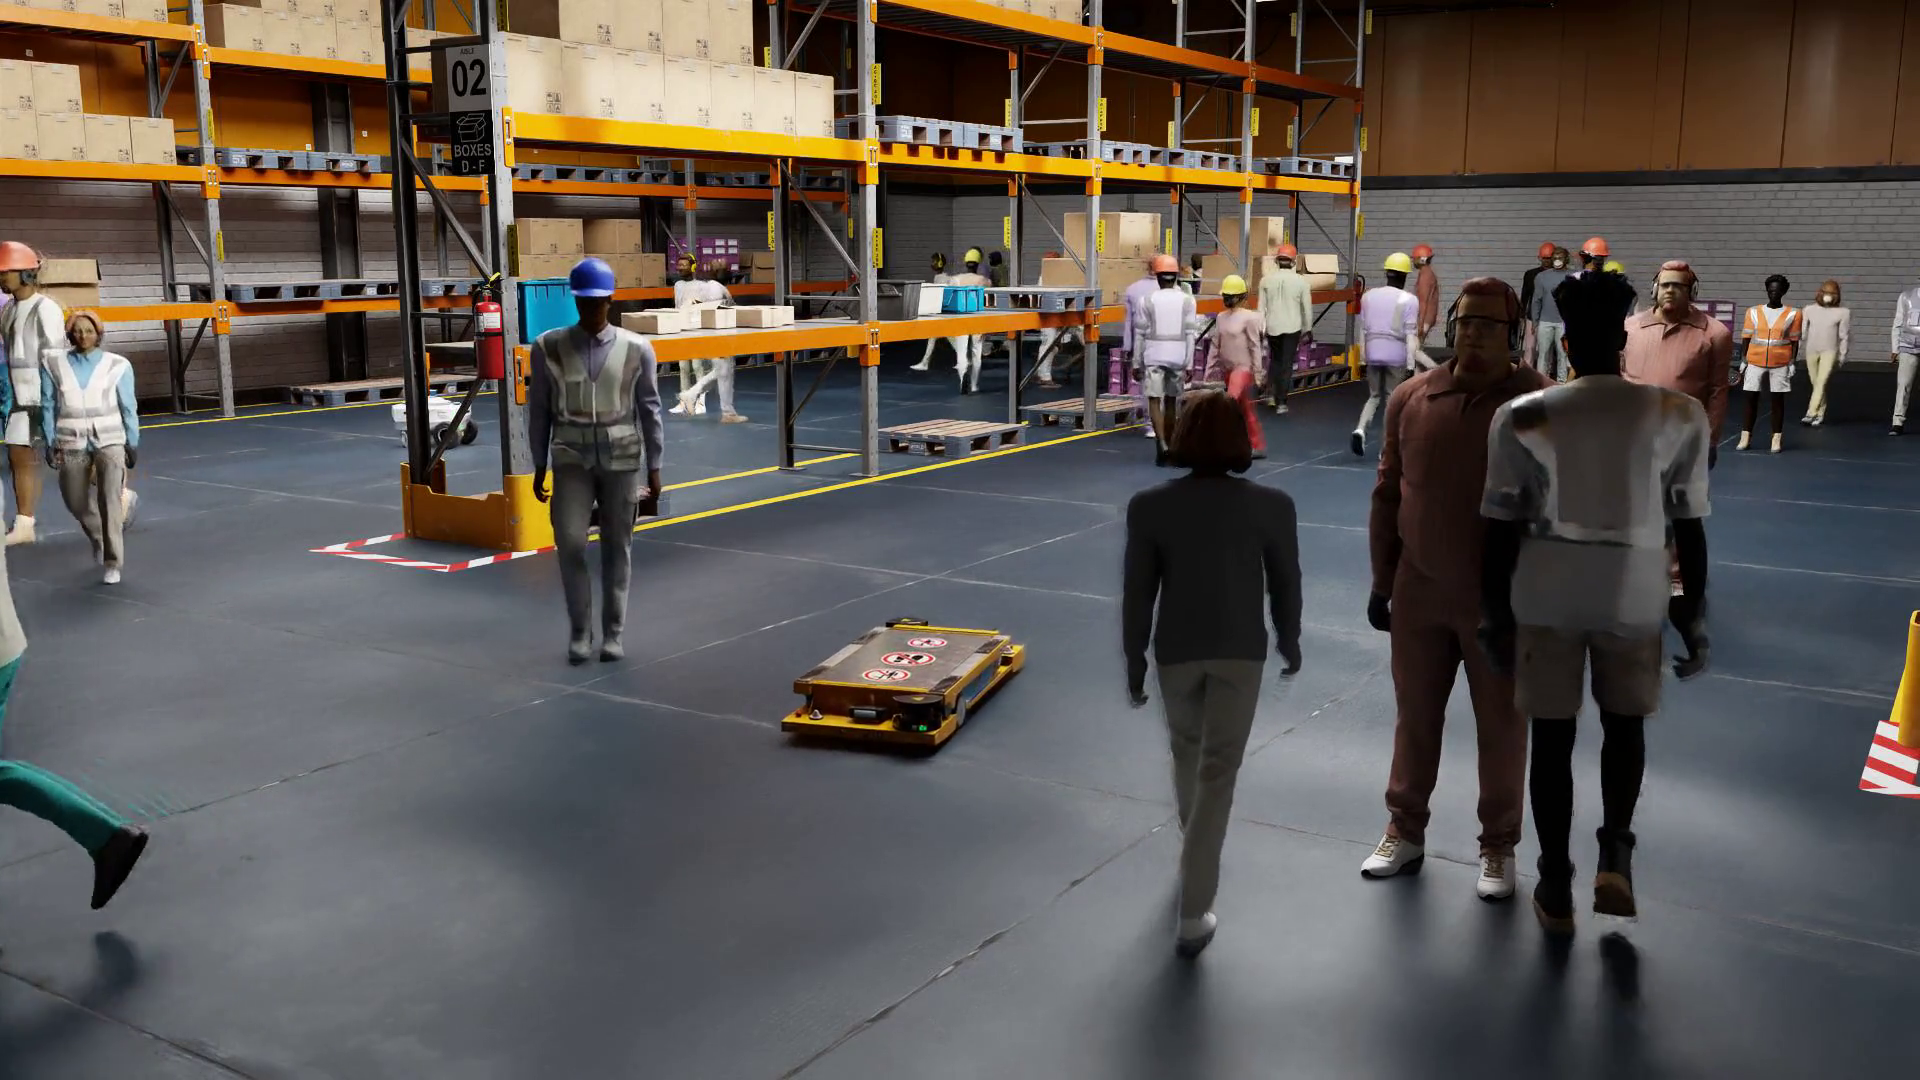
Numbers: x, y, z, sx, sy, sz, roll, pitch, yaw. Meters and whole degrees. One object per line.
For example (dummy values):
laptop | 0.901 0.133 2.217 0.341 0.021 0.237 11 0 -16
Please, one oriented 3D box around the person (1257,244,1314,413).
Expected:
person | 3.852 -2.493 19.611 0.640 1.973 0.577 5 11 27

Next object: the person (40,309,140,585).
person | -5.162 -0.570 9.927 0.521 1.622 0.588 -3 11 -16

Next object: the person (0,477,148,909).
person | -2.709 0.329 4.622 0.608 1.745 0.537 -4 11 -20

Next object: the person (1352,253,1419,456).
person | 3.877 -1.654 15.154 0.606 1.908 0.534 10 14 43

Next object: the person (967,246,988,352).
person | 0.288 -4.292 29.752 0.570 1.912 0.644 -3 11 -14

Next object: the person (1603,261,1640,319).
person | 7.656 -2.357 19.417 0.610 1.795 0.905 -3 11 -16

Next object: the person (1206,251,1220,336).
person | 3.818 -3.337 24.479 0.539 1.917 0.504 5 12 28

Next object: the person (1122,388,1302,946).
person | 0.761 0.341 4.996 0.498 1.588 0.863 4 11 21

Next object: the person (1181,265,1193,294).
person | 3.474 -3.430 25.763 0.279 1.633 0.497 -3 11 -17

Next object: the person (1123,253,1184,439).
person | 2.065 -1.997 17.150 0.677 1.877 0.811 6 12 28

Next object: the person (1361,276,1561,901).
person | 1.568 0.150 5.163 0.643 1.913 0.411 6 12 31

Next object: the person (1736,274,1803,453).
person | 7.737 -1.685 15.912 0.534 1.700 0.318 6 12 31

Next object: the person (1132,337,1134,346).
person | 2.494 -2.961 23.003 0.545 1.685 0.545 9 13 40

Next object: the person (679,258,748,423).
person | -2.739 -2.200 18.414 0.664 1.830 0.624 -2 10 -10

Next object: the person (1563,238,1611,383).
person | 6.668 -2.172 17.657 0.388 2.045 0.605 -4 11 -22

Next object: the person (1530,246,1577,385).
person | 7.607 -2.763 21.227 0.640 1.937 0.369 5 11 27

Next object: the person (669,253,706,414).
person | -3.179 -2.408 19.435 0.510 1.877 0.328 6 12 31

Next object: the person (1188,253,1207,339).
person | 3.812 -3.638 26.416 0.469 1.831 0.650 8 13 37

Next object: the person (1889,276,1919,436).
person | 9.910 -1.971 17.120 0.588 1.837 0.404 6 12 31

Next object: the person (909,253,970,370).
person | -0.280 -3.557 25.973 0.996 1.825 0.536 -2 11 -14

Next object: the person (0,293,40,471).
person | -8.489 -1.518 14.606 0.562 1.838 0.390 1 10 8

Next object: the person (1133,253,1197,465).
person | 1.861 -1.641 15.105 0.555 1.908 0.857 0 10 -1

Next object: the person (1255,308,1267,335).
person | 4.881 -3.726 26.718 0.356 1.883 0.574 2 10 12

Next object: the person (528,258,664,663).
person | -1.721 -0.360 7.906 0.636 1.933 0.520 -2 10 -13

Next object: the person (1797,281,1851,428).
person | 9.298 -1.998 17.974 0.900 1.581 0.505 -9 14 -42

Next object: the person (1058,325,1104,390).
person | 1.614 -2.951 22.419 0.612 1.892 0.585 -3 11 -16

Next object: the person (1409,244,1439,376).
person | 5.983 -2.821 21.432 0.588 1.976 0.639 3 11 17

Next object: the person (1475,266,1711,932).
person | 1.836 0.187 4.848 0.652 1.944 0.445 3 11 14

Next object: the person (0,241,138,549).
person | -6.071 -0.975 11.114 0.622 2.022 0.889 7 12 33

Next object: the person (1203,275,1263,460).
person | 2.445 -1.534 15.046 0.950 1.704 0.557 -6 12 -30

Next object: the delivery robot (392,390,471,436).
delivery robot | -5.179 -1.228 16.290 0.707 0.478 0.477 1 10 4

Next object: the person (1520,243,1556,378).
person | 7.900 -3.008 22.525 0.637 1.998 0.587 5 11 24

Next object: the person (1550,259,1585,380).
person | 8.845 -3.219 23.901 0.954 1.890 0.563 -4 11 -23

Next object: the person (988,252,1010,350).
person | 0.592 -4.401 30.676 0.849 1.800 0.624 3 11 16

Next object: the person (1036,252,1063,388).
person | 1.220 -3.034 22.972 0.375 1.858 0.645 -4 11 -19

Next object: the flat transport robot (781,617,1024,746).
flat transport robot | -0.209 0.590 7.267 0.652 0.197 1.431 3 11 16

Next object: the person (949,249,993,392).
person | 0.134 -2.875 21.941 0.599 1.904 0.707 0 10 0

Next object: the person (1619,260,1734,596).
person | 3.865 -0.574 9.172 0.643 1.913 0.411 6 12 31
